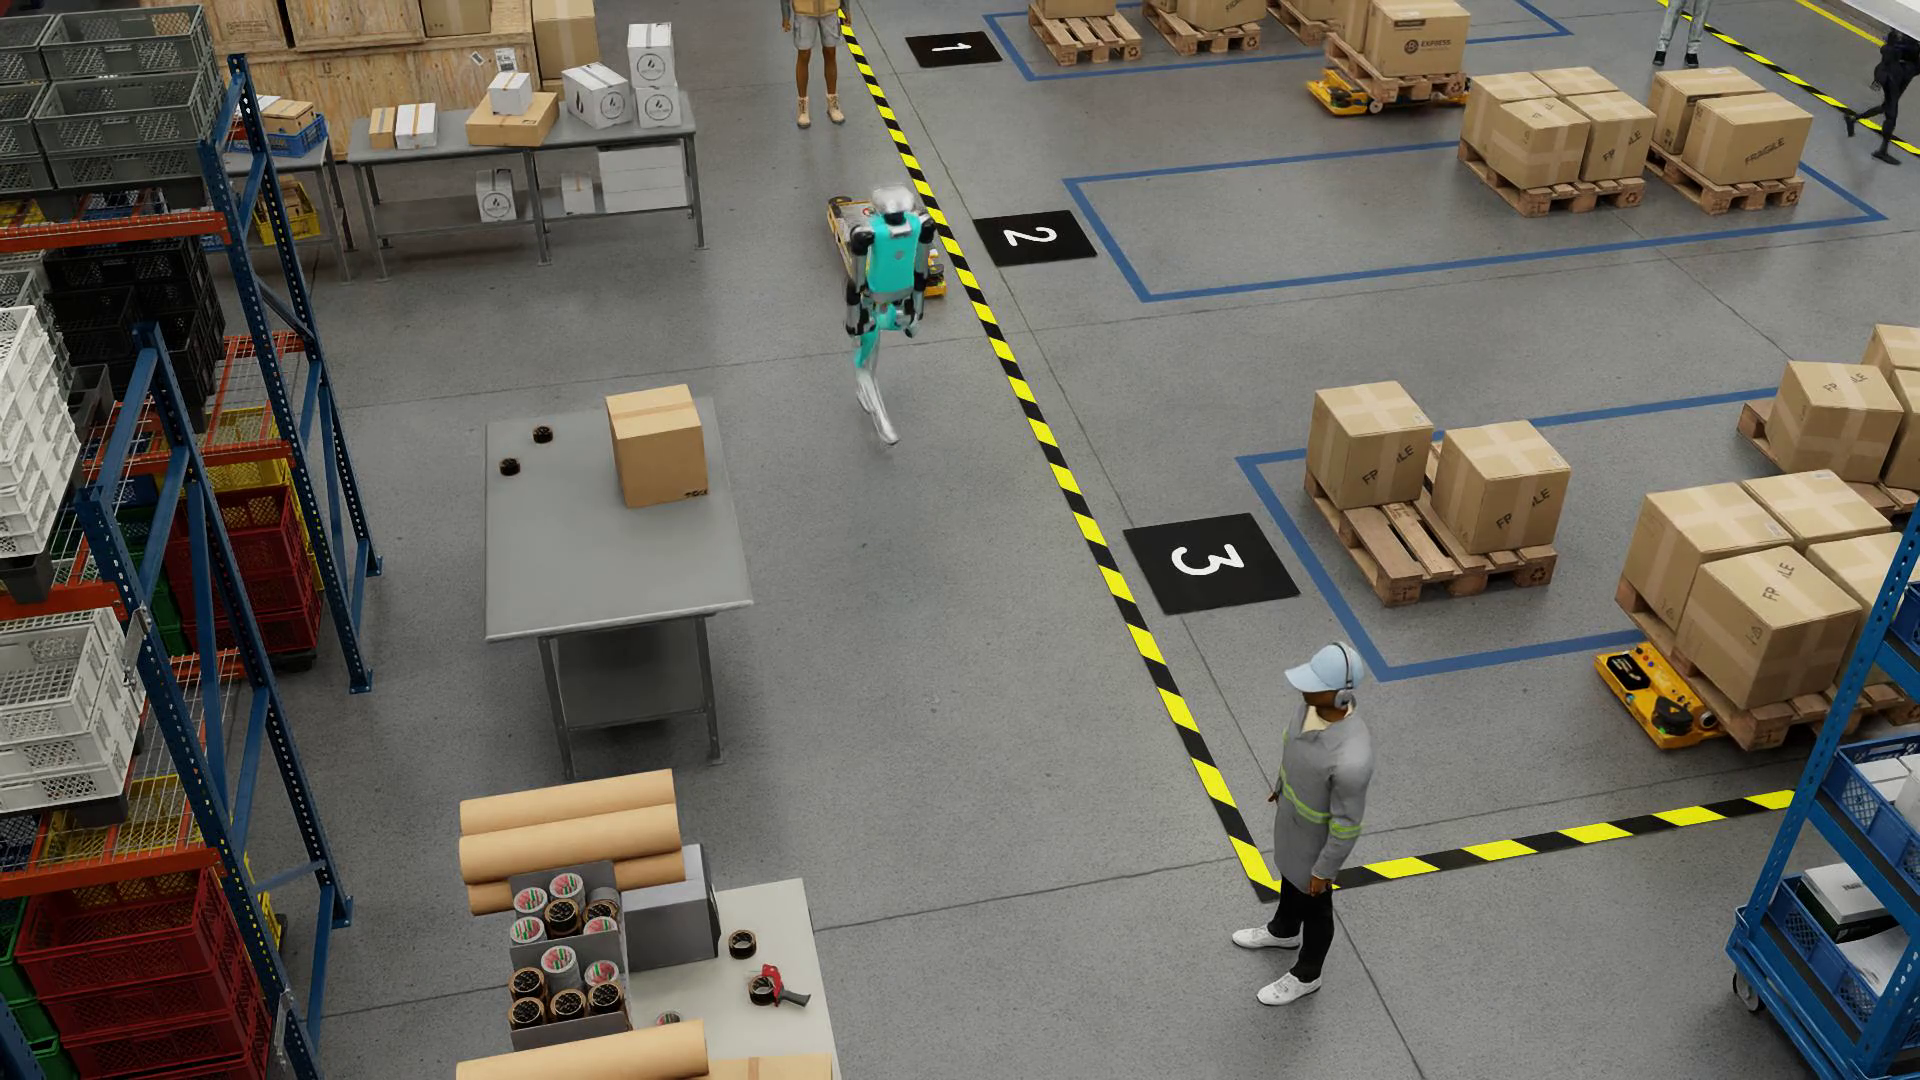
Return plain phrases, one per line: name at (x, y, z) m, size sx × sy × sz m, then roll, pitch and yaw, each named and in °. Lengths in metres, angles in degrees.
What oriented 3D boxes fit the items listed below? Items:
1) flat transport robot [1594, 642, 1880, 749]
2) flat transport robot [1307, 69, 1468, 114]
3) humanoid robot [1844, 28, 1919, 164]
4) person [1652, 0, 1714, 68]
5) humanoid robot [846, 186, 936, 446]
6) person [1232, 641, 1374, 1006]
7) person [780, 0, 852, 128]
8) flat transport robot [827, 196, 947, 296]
flat transport robot at (4.113, 0.689, 8.605) m, size 1.431 × 0.197 × 0.652 m, roll -8°, pitch 37°, yaw -10°
flat transport robot at (3.945, -4.124, 15.073) m, size 1.431 × 0.197 × 0.652 m, roll -8°, pitch 37°, yaw -10°
humanoid robot at (7.786, -4.009, 13.805) m, size 0.593 × 1.646 × 0.742 m, roll -14°, pitch 39°, yaw -18°
person at (6.853, -5.287, 15.358) m, size 0.587 × 1.822 × 0.403 m, roll 8°, pitch 37°, yaw 11°
humanoid robot at (-0.517, -1.443, 10.239) m, size 0.546 × 1.717 × 0.963 m, roll -17°, pitch 40°, yaw -21°
person at (1.392, 1.136, 6.700) m, size 0.372 × 1.852 × 0.590 m, roll -6°, pitch 37°, yaw -8°
person at (-1.220, -4.524, 14.151) m, size 0.613 × 2.039 × 0.381 m, roll -9°, pitch 38°, yaw -12°
flat transport robot at (-0.570, -2.220, 12.538) m, size 0.659 × 0.231 × 1.431 m, roll -8°, pitch 37°, yaw -10°
